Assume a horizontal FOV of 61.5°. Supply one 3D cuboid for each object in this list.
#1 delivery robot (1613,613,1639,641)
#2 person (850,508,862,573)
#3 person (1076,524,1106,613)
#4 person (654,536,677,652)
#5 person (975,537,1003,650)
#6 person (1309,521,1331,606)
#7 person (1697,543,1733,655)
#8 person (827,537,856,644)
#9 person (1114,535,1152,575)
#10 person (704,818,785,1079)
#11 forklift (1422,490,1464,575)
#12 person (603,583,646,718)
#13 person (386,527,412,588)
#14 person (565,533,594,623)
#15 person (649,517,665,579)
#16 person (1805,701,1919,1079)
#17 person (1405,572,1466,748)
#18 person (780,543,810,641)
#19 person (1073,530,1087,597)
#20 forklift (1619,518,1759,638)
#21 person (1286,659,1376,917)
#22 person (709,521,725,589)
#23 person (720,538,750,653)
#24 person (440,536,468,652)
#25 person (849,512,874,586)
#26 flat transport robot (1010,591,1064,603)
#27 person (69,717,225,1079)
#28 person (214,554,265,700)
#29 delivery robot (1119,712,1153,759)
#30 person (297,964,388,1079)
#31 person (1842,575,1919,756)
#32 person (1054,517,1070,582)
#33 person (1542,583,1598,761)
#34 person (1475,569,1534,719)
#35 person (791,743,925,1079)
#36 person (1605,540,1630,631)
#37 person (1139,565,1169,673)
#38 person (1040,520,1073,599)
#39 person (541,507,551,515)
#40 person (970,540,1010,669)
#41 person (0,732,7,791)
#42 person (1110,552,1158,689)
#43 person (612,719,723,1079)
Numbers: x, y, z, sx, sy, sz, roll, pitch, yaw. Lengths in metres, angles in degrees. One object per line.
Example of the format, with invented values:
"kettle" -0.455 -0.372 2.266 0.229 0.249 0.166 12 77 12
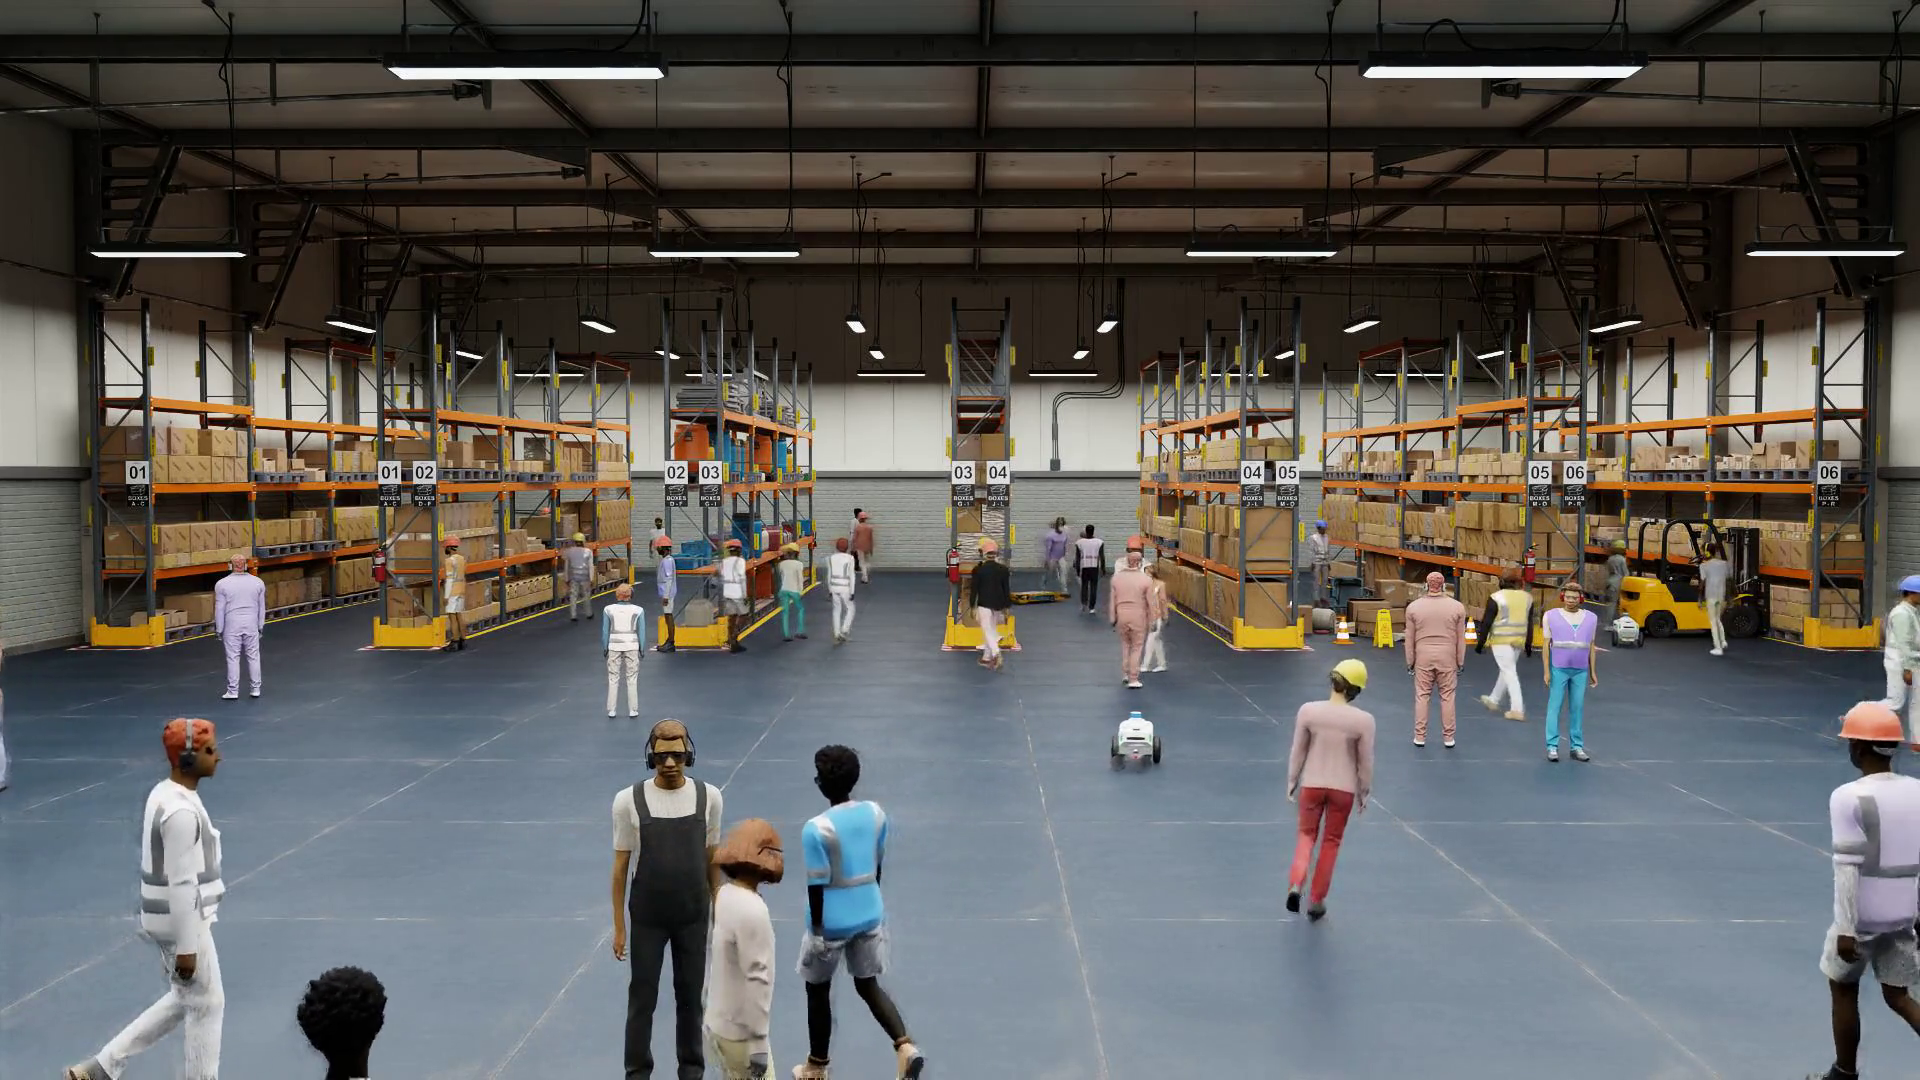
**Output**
"delivery robot" 11.562 1.516 28.025 0.477 0.478 0.707 1 2 15
"person" -3.133 0.005 49.187 0.361 1.964 0.618 -1 3 -30
"person" 2.825 0.613 34.809 0.612 1.897 0.634 0 2 12
"person" -4.927 0.899 27.021 0.369 1.939 0.542 0 2 -9
"person" 0.465 0.908 27.219 0.428 1.912 0.588 1 2 19
"person" 8.143 0.531 36.601 0.666 1.919 0.393 -2 3 -35
"person" 12.396 0.964 26.531 0.556 1.844 0.427 0 2 -6
"person" -2.074 0.881 28.356 0.580 1.868 0.409 1 3 25
"person" 2.745 0.926 25.509 0.618 2.014 0.873 1 2 18
"person" -0.907 1.886 6.189 0.529 1.605 0.544 -1 2 -21
"forklift" 13.926 -0.371 47.846 1.873 2.768 1.129 0 2 0
"person" -4.087 1.345 19.642 0.519 1.633 0.311 0 2 -5
"person" -11.742 0.665 33.569 0.651 1.883 1.021 0 2 -3
"person" -7.617 0.760 32.412 0.616 1.788 0.851 0 2 2
"person" -7.991 0.319 42.890 0.545 1.829 0.904 0 2 -10
"person" 4.231 1.699 7.322 0.551 1.913 0.811 -1 2 -16
"person" 5.177 1.297 17.586 0.636 1.899 0.400 1 2 20
"person" -2.954 0.924 28.811 0.518 1.734 0.730 1 2 24
"person" 2.986 0.578 38.878 0.530 1.627 0.487 -1 2 -18
"forklift" 13.417 0.684 29.791 2.313 2.155 1.214 0 2 0
"person" 2.460 1.647 10.714 0.586 1.723 0.400 1 2 24
"person" -6.207 0.385 41.655 0.611 1.789 0.887 0 2 12
"person" -3.719 0.925 26.889 0.637 1.894 0.469 2 3 39
"person" -8.555 0.900 27.151 0.405 1.930 0.573 0 2 10
"person" -2.675 0.232 43.316 0.622 1.964 0.806 -2 3 -40
"flat transport robot" 1.699 1.321 37.609 1.431 0.197 0.652 -2 3 -41
"person" -3.556 1.723 7.208 0.669 1.866 0.592 -1 3 -32
"person" -9.504 1.142 21.285 0.642 1.910 0.401 -2 3 -42
"delivery robot" 1.779 1.981 16.318 0.477 0.478 0.707 0 2 7
"person" -1.558 1.934 4.111 0.544 1.681 0.410 -1 2 -13
"person" 9.893 1.310 17.092 0.589 1.913 0.830 -2 3 -42
"person" 2.739 0.263 44.487 0.547 1.817 0.652 0 2 0
"person" 6.313 1.357 16.739 0.563 1.838 0.391 0 2 -1
"person" 6.621 1.255 19.729 0.641 1.791 0.958 -1 2 -20
"person" -0.500 1.799 7.622 0.535 1.674 0.707 -2 3 -44
"person" 12.586 0.868 30.674 0.812 1.713 0.501 0 2 -8
"person" 2.784 1.180 23.934 0.772 1.603 0.548 -1 3 -29
"person" 2.276 0.463 38.943 0.665 1.888 0.984 -2 3 -34
"person" -11.771 0.095 45.969 0.378 2.044 0.608 1 2 20
"person" 0.480 0.986 24.548 0.616 1.968 0.922 -1 2 -24
"person" -9.047 1.490 14.729 0.543 1.735 0.811 0 2 9
"person" 2.468 1.106 22.500 0.668 1.881 0.731 1 3 32
"person" -1.323 1.726 7.348 0.513 1.844 0.328 -1 2 -22
